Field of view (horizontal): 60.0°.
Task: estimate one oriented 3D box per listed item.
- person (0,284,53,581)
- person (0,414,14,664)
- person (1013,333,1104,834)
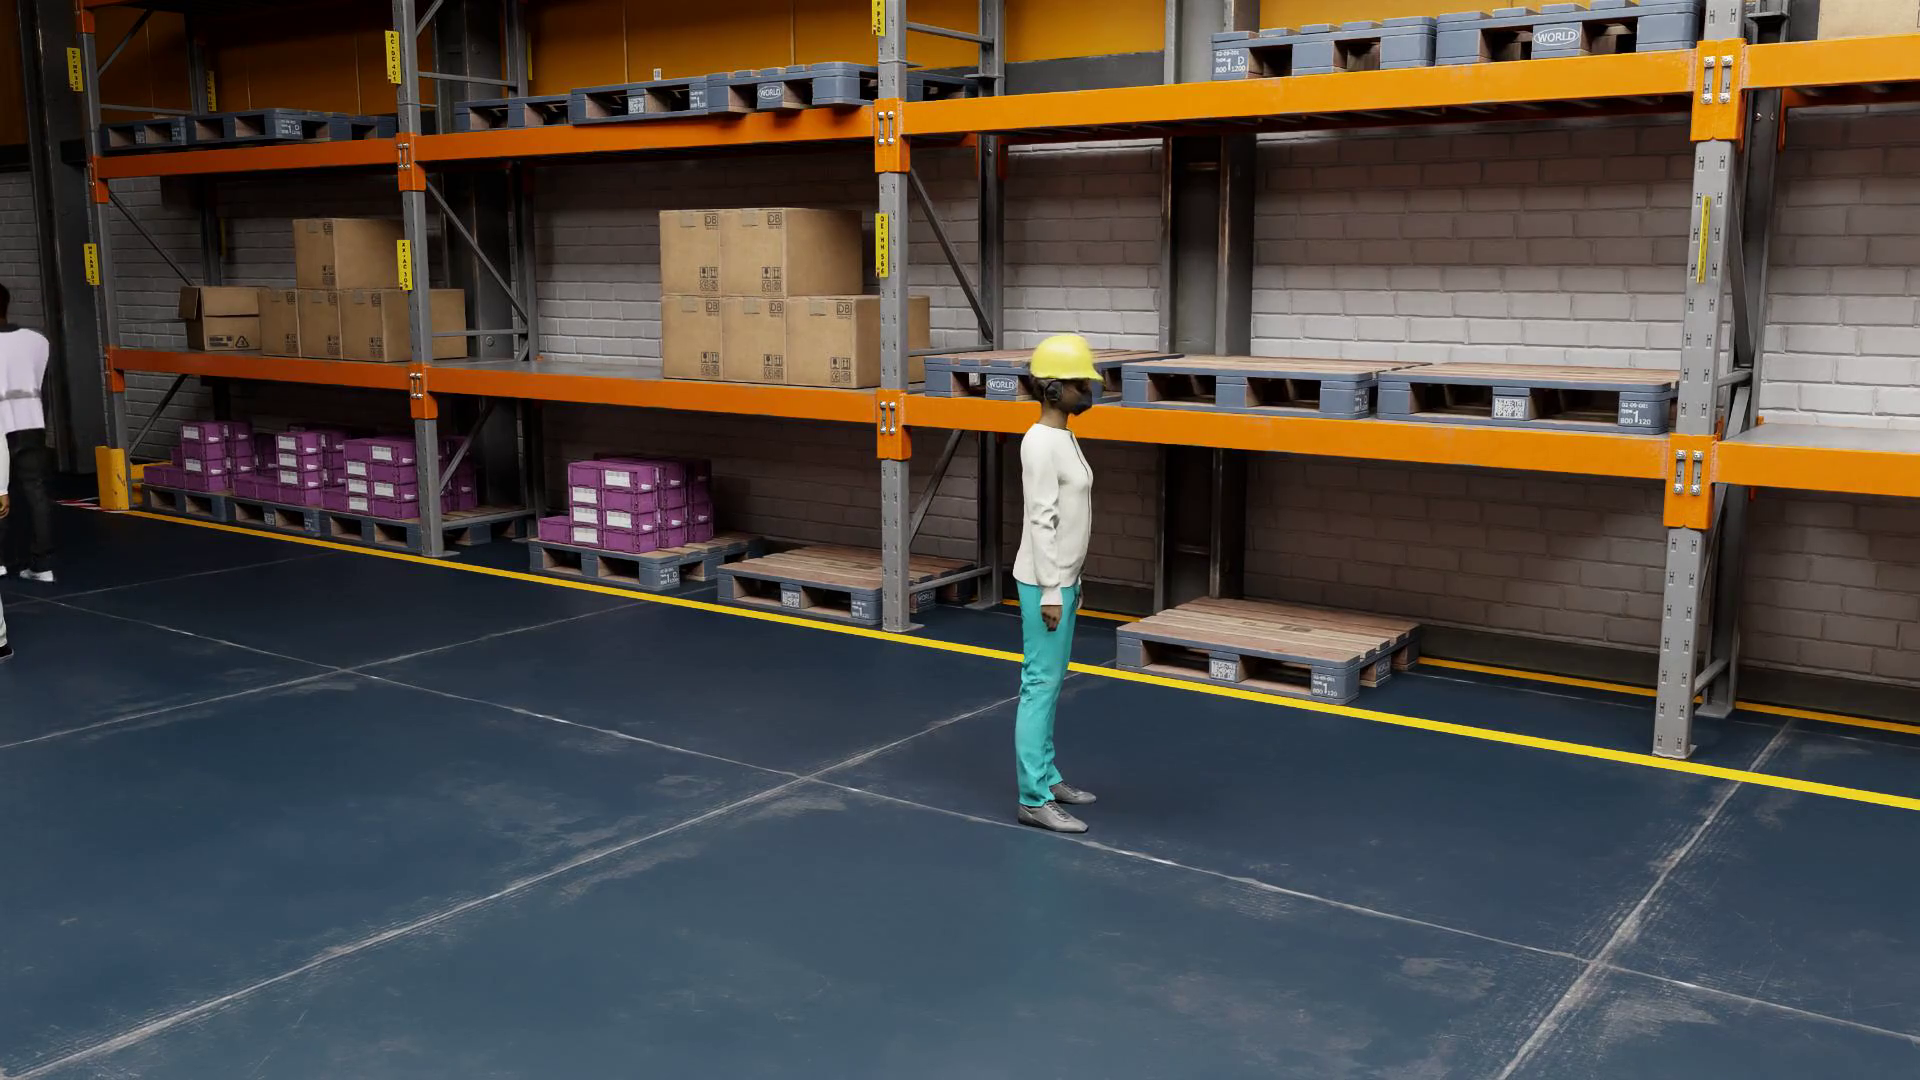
[{"bbox_3d":[-6.064,-0.682,10.554,0.727,1.893,0.602,6,11,30],"label":"person"},{"bbox_3d":[-5.023,-0.263,8.225,0.587,1.833,0.404,-5,11,-29],"label":"person"},{"bbox_3d":[0.351,0.148,5.972,0.307,1.770,0.525,2,10,11],"label":"person"}]
